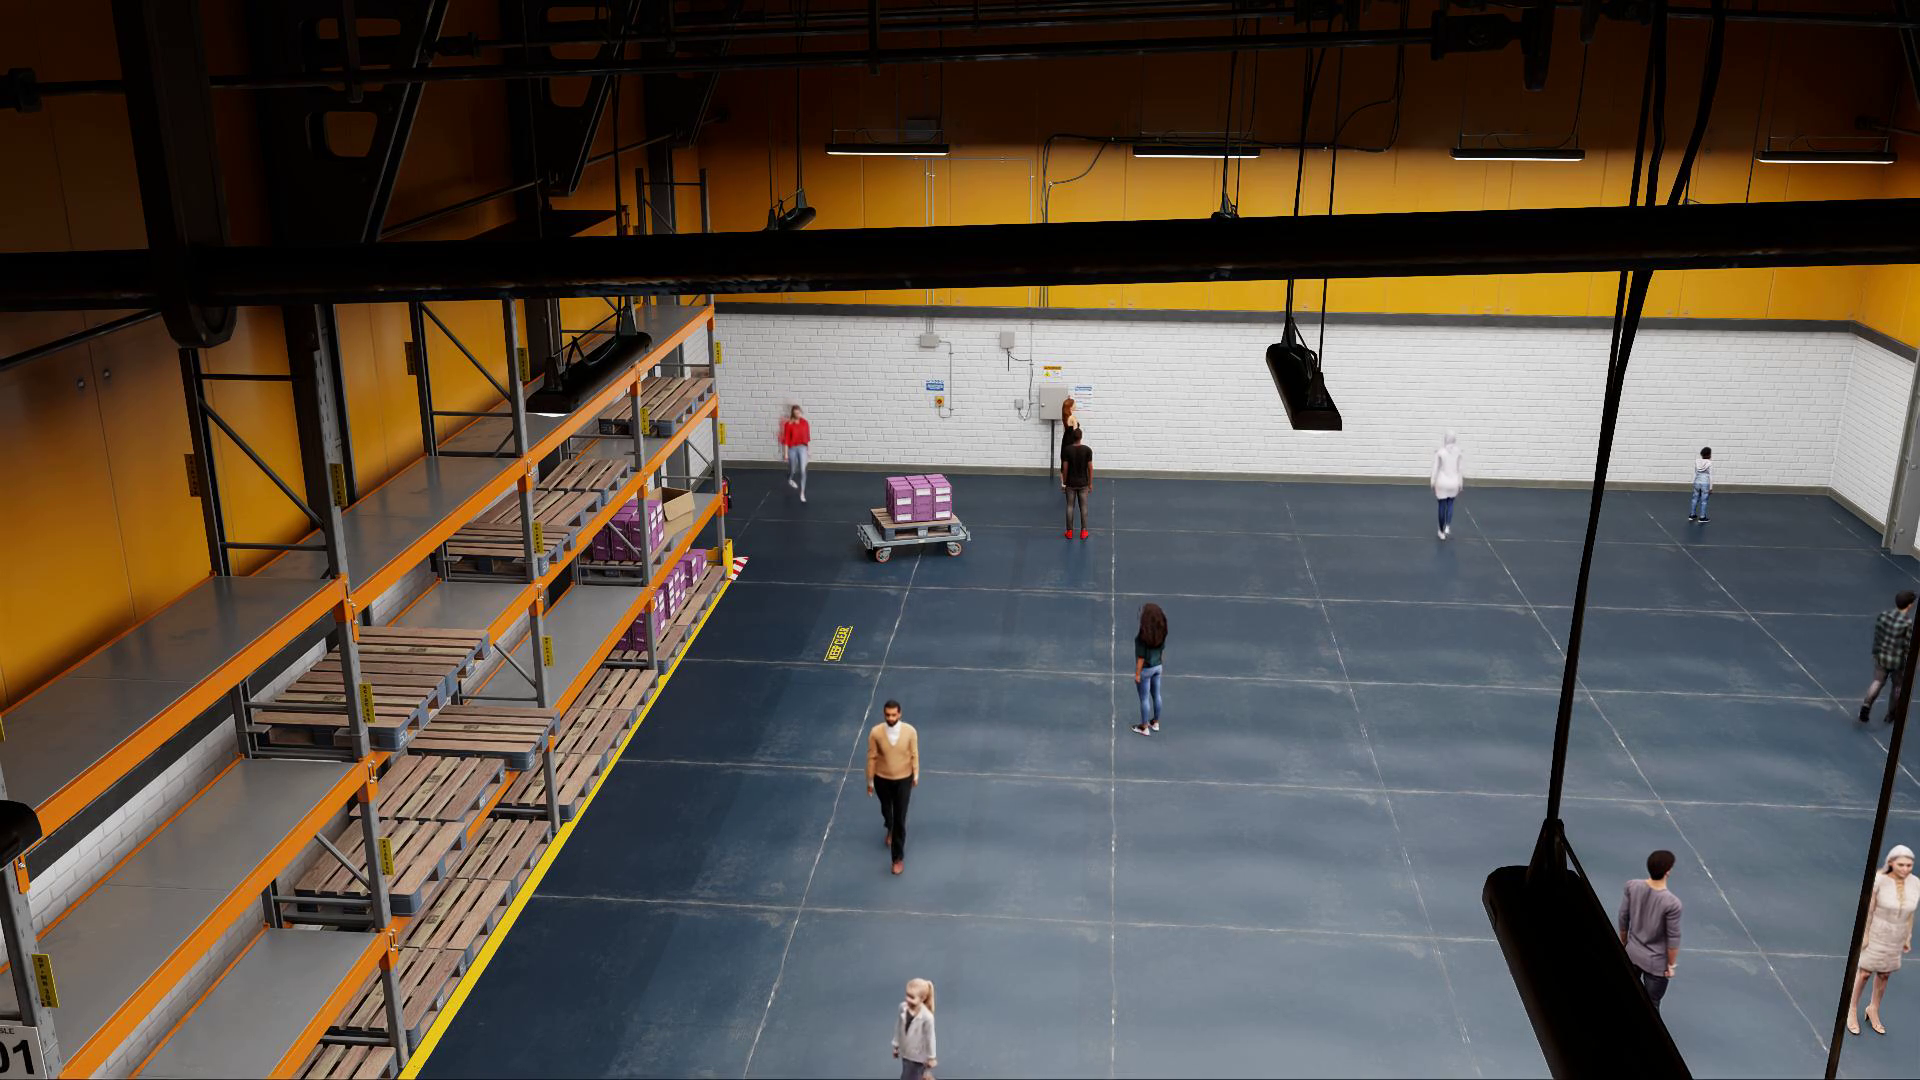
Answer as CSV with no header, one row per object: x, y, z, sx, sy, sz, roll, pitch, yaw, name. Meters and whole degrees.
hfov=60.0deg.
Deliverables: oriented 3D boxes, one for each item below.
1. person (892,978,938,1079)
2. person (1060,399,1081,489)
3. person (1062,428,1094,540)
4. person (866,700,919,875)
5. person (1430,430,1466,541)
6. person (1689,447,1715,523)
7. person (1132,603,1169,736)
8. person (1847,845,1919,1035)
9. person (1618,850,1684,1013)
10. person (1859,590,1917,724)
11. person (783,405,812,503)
-0.302,3.950,12.916,0.943,1.248,0.853,-17,25,-42,person
1.914,-1.680,29.045,0.731,1.625,0.653,-10,21,-27,person
1.861,-0.908,26.471,0.644,1.805,0.520,1,19,3,person
-0.674,2.398,16.803,0.706,1.709,1.176,1,19,2,person
7.734,-0.837,26.374,0.640,1.732,0.584,3,19,8,person
12.221,-0.928,27.380,0.630,1.261,0.566,-13,23,-34,person
2.233,1.505,19.598,0.714,1.617,0.766,-13,22,-33,person
7.751,3.342,13.957,0.599,1.735,0.554,1,19,2,person
5.637,3.386,13.646,0.797,1.852,0.714,-13,22,-33,person
11.058,1.408,19.789,1.018,1.698,0.997,-12,22,-33,person
-2.804,-1.516,28.491,0.939,1.668,1.146,-8,20,-23,person
